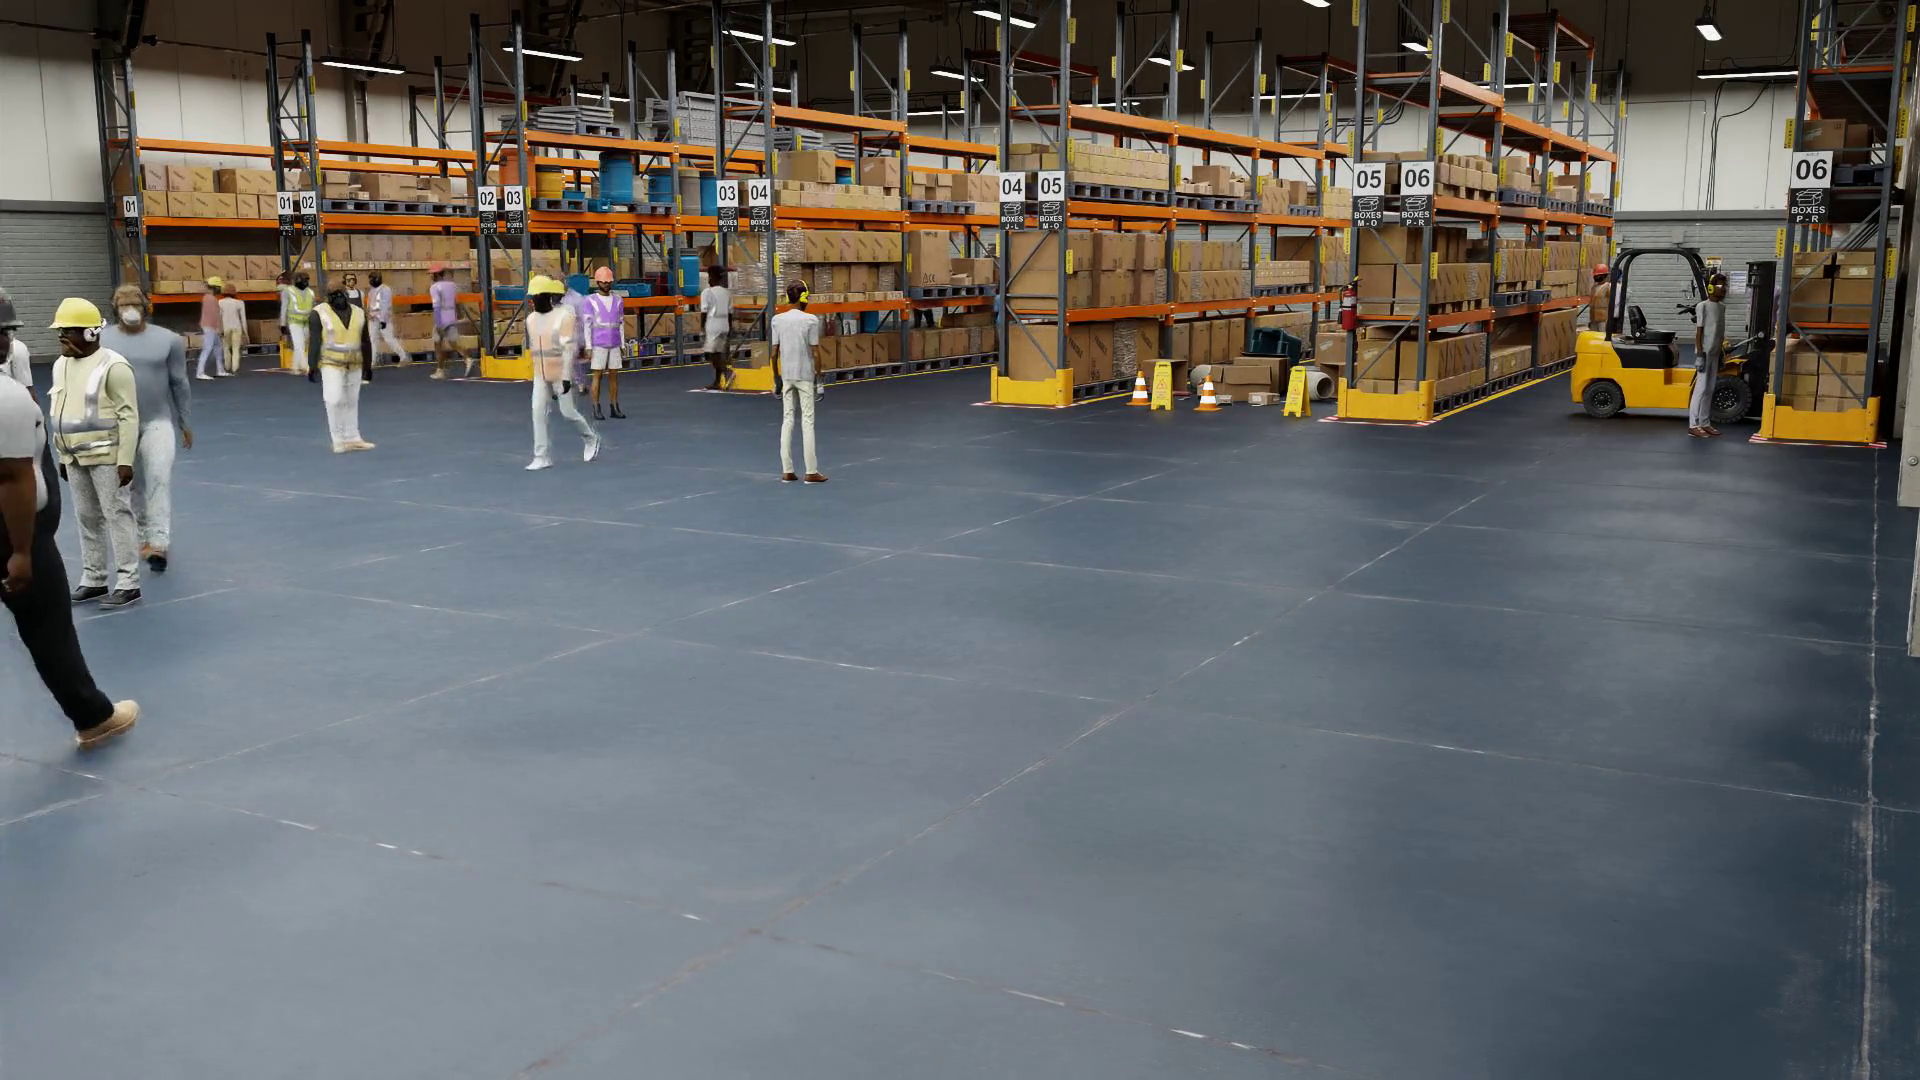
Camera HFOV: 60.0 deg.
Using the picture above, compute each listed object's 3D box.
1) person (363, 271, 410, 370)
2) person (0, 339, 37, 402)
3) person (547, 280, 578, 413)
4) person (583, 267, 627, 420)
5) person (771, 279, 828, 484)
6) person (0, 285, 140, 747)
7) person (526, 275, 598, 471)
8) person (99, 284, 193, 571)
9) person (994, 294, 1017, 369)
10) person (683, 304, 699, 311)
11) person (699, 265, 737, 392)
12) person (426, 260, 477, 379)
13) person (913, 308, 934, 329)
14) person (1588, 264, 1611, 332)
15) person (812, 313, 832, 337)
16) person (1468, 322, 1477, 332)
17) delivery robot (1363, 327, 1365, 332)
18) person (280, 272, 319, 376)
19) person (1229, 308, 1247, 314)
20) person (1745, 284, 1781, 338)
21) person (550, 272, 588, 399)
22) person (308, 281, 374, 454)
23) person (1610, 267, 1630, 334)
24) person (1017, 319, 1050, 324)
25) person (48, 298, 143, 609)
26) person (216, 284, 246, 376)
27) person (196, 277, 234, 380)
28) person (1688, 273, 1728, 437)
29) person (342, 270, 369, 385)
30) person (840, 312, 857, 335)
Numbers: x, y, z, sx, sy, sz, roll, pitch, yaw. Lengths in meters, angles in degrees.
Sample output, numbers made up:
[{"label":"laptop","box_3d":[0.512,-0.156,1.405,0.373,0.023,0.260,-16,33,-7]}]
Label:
[{"label":"person","box_3d":[-10.571,-4.027,30.506,0.620,1.816,0.890,8,12,38]},{"label":"person","box_3d":[-6.035,-0.639,10.482,0.534,1.868,0.309,4,11,23]},{"label":"person","box_3d":[-5.330,-2.561,22.061,0.523,1.760,0.325,-5,11,-28]},{"label":"person","box_3d":[-4.497,-2.497,21.158,0.551,1.936,0.356,-7,12,-37]},{"label":"person","box_3d":[-1.476,-1.445,15.220,0.518,1.865,0.329,4,10,22]},{"label":"person","box_3d":[-3.896,-0.077,6.688,0.691,2.000,1.013,3,10,17]},{"label":"person","box_3d":[-3.959,-1.654,16.354,0.592,1.897,0.853,4,11,24]},{"label":"person","box_3d":[-5.462,-0.748,11.059,0.653,1.883,1.037,-4,11,-23]},{"label":"person","box_3d":[0.886,-3.972,30.521,0.554,1.684,0.366,5,11,28]},{"label":"person","box_3d":[-7.015,-6.075,42.328,0.620,1.857,0.765,5,11,27]},{"label":"person","box_3d":[-3.656,-3.194,25.221,0.664,1.943,0.624,7,12,35]},{"label":"person","box_3d":[-8.551,-3.669,27.826,0.884,2.014,0.635,4,11,23]},{"label":"person","box_3d":[-0.755,-5.075,36.254,0.610,1.938,1.019,5,11,27]},{"label":"person","box_3d":[11.345,-3.921,29.504,0.376,1.934,0.547,-3,10,-20]},{"label":"person","box_3d":[-2.582,-3.899,29.412,0.631,1.932,0.372,0,10,-1]},{"label":"person","box_3d":[11.544,-5.222,37.259,0.672,1.883,0.413,-3,10,-18]},{"label":"delivery robot","box_3d":[9.145,-4.653,37.551,0.707,0.478,0.477,-2,10,-10]},{"label":"person","box_3d":[-11.306,-3.704,28.651,0.966,1.789,0.647,7,12,34]},{"label":"person","box_3d":[6.198,-5.081,36.857,0.492,1.742,0.318,7,12,35]},{"label":"person","box_3d":[13.920,-3.786,28.783,0.588,1.919,0.403,5,11,27]},{"label":"person","box_3d":[-5.756,-3.000,24.428,0.649,1.848,1.064,4,10,21]},{"label":"person","box_3d":[-6.511,-1.811,17.512,0.521,1.811,0.708,9,13,42]},{"label":"person","box_3d":[11.976,-4.061,30.521,0.745,1.868,0.402,-5,11,-29]},{"label":"person","box_3d":[1.182,-3.542,27.009,0.606,2.035,0.403,6,11,30]},{"label":"person","box_3d":[-5.106,-0.504,9.795,0.594,1.832,0.403,4,11,25]},{"label":"person","box_3d":[-12.719,-3.660,29.014,0.510,1.578,0.875,-4,11,-23]},{"label":"person","box_3d":[-12.613,-3.572,28.098,0.758,1.719,0.572,-8,12,-38]},{"label":"person","box_3d":[8.658,-2.126,19.172,0.518,1.876,0.326,-7,12,-36]},{"label":"person","box_3d":[-9.733,-3.384,26.622,0.346,1.846,0.507,9,13,42]},{"label":"person","box_3d":[-2.118,-4.263,32.388,0.507,1.632,0.276,8,12,38]}]
